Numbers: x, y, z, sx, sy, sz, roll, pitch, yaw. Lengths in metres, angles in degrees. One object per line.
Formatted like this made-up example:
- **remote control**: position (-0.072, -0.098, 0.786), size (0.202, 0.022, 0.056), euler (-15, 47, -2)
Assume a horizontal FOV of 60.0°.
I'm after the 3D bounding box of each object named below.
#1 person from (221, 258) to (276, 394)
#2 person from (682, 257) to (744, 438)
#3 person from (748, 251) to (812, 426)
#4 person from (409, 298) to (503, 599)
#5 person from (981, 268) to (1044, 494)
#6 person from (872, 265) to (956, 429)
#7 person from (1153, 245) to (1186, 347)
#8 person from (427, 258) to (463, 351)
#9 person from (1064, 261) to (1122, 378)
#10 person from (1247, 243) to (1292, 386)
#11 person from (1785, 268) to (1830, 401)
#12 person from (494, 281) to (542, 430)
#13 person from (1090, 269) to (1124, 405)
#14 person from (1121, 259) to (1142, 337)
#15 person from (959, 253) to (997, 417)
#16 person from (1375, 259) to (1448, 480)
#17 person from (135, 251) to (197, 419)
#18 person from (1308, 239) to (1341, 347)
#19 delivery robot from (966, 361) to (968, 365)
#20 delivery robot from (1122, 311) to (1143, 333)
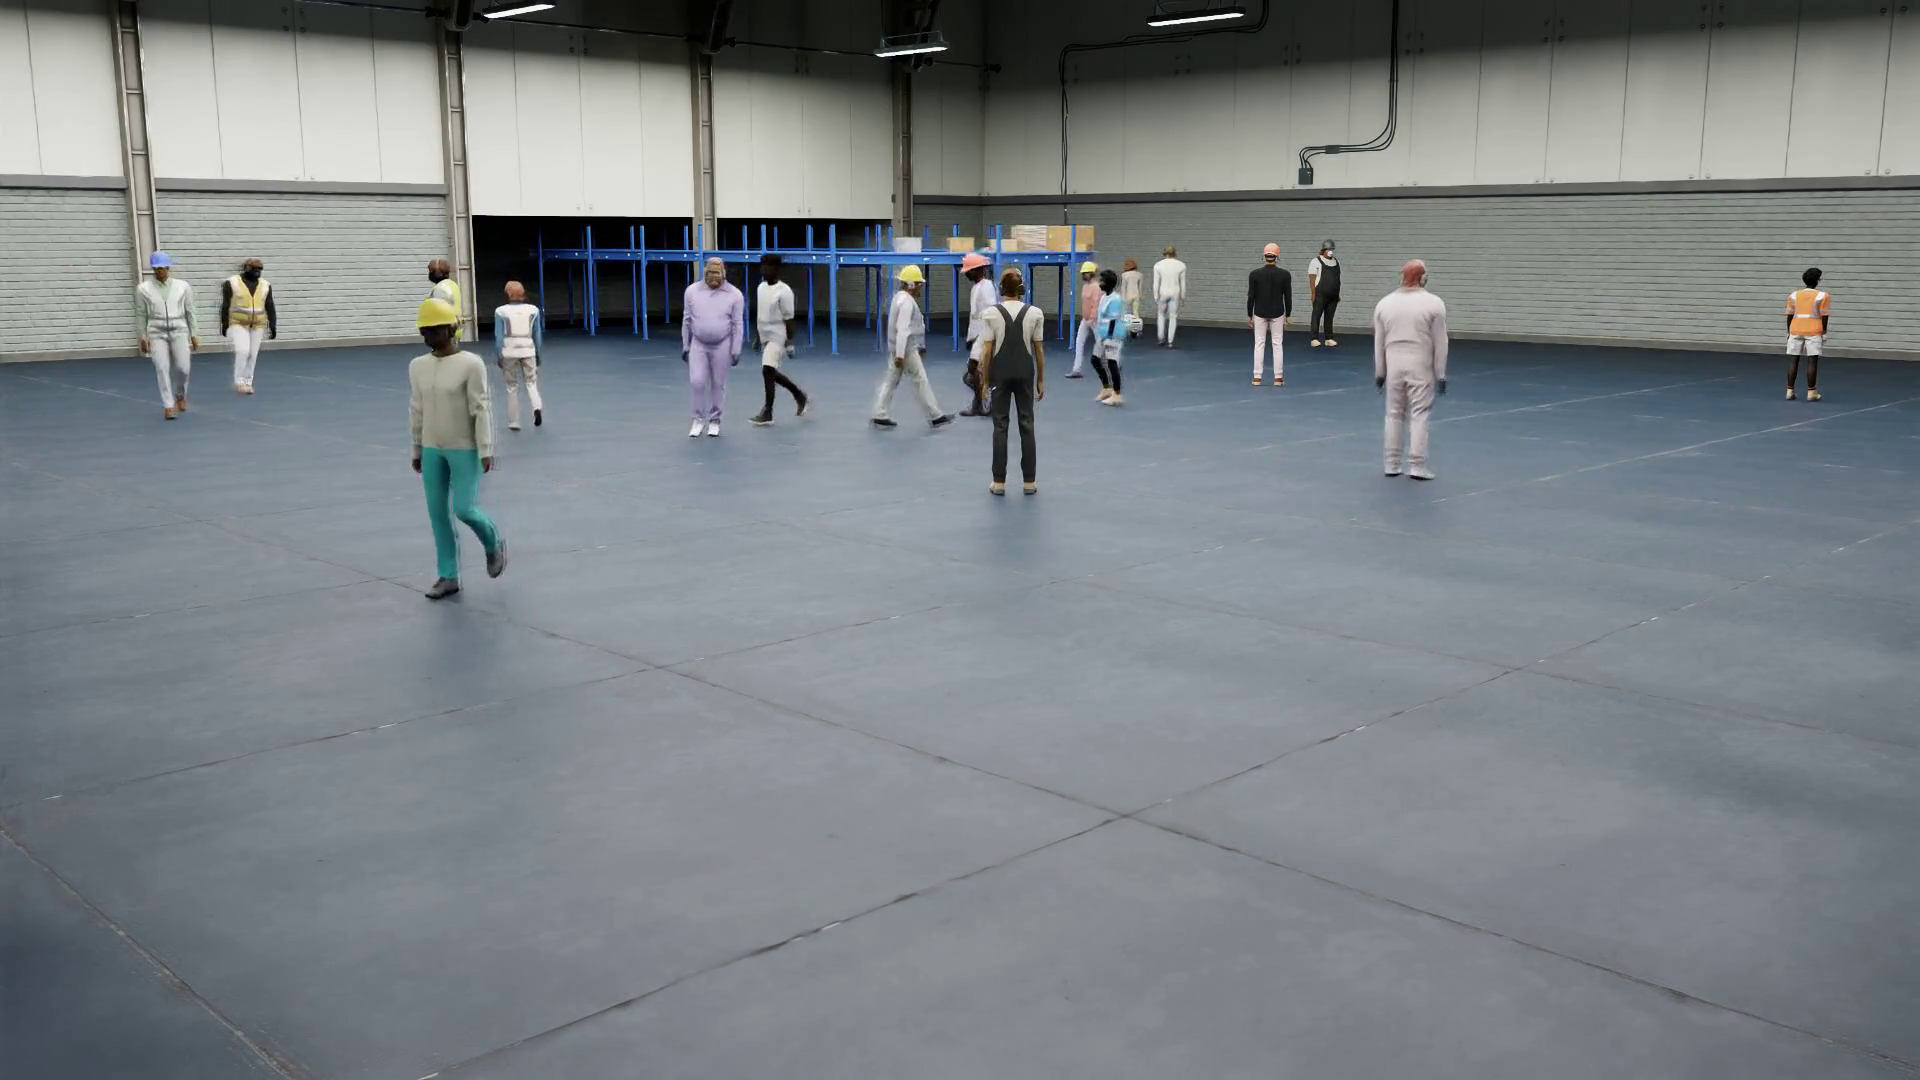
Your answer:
- **person**: position (-9.494, -2.855, 22.240), size (0.511, 1.807, 0.660), euler (10, 14, 43)
- **person**: position (-2.598, -2.006, 17.409), size (0.663, 1.873, 0.718), euler (-1, 10, -3)
- **person**: position (-2.042, -2.291, 18.794), size (0.827, 1.938, 0.606), euler (-7, 13, -35)
- **person**: position (-2.985, -0.551, 9.818), size (0.537, 1.748, 0.488), euler (4, 11, 19)
- **person**: position (0.434, -1.303, 13.671), size (0.514, 1.842, 0.328), euler (-1, 10, -4)
- **person**: position (-0.538, -2.105, 18.217), size (0.923, 1.778, 0.593), euler (-3, 11, -14)
- **person**: position (3.975, -4.635, 31.615), size (0.627, 1.916, 0.739), euler (1, 10, 3)
- **person**: position (-6.038, -2.357, 19.426), size (0.429, 1.843, 0.624), euler (0, 10, -2)
- **person**: position (2.021, -3.294, 24.839), size (0.859, 1.731, 0.529), euler (-5, 12, -27)
- **person**: position (4.380, -3.193, 23.561), size (0.623, 1.992, 0.391), euler (2, 11, 9)
- **person**: position (10.915, -2.656, 21.447), size (0.322, 1.697, 0.536), euler (-9, 14, -40)
- **person**: position (-4.785, -2.000, 18.089), size (0.517, 1.625, 0.488), euler (-6, 12, -28)
- **person**: position (1.837, -2.526, 20.779), size (0.429, 1.683, 0.550), euler (-2, 11, -10)
- **person**: position (3.585, -5.062, 34.785), size (0.527, 1.617, 0.451), euler (-4, 11, -20)
- **person**: position (0.190, -2.378, 19.355), size (0.689, 1.905, 0.587), euler (-2, 11, -12)
- **person**: position (3.952, -1.491, 14.533), size (0.646, 1.908, 0.406), euler (8, 13, 38)
- **person**: position (-9.198, -2.378, 19.287), size (0.639, 1.930, 0.465), euler (-5, 12, -27)
- **person**: position (7.041, -4.720, 31.883), size (0.674, 2.000, 0.535), euler (-4, 11, -22)
- **delivery robot**: position (0.439, -2.547, 23.123), size (0.698, 0.223, 0.335), euler (-2, 11, -9)
- **delivery robot**: position (3.506, -4.495, 34.452), size (0.477, 0.478, 0.707), euler (-3, 11, -18)
